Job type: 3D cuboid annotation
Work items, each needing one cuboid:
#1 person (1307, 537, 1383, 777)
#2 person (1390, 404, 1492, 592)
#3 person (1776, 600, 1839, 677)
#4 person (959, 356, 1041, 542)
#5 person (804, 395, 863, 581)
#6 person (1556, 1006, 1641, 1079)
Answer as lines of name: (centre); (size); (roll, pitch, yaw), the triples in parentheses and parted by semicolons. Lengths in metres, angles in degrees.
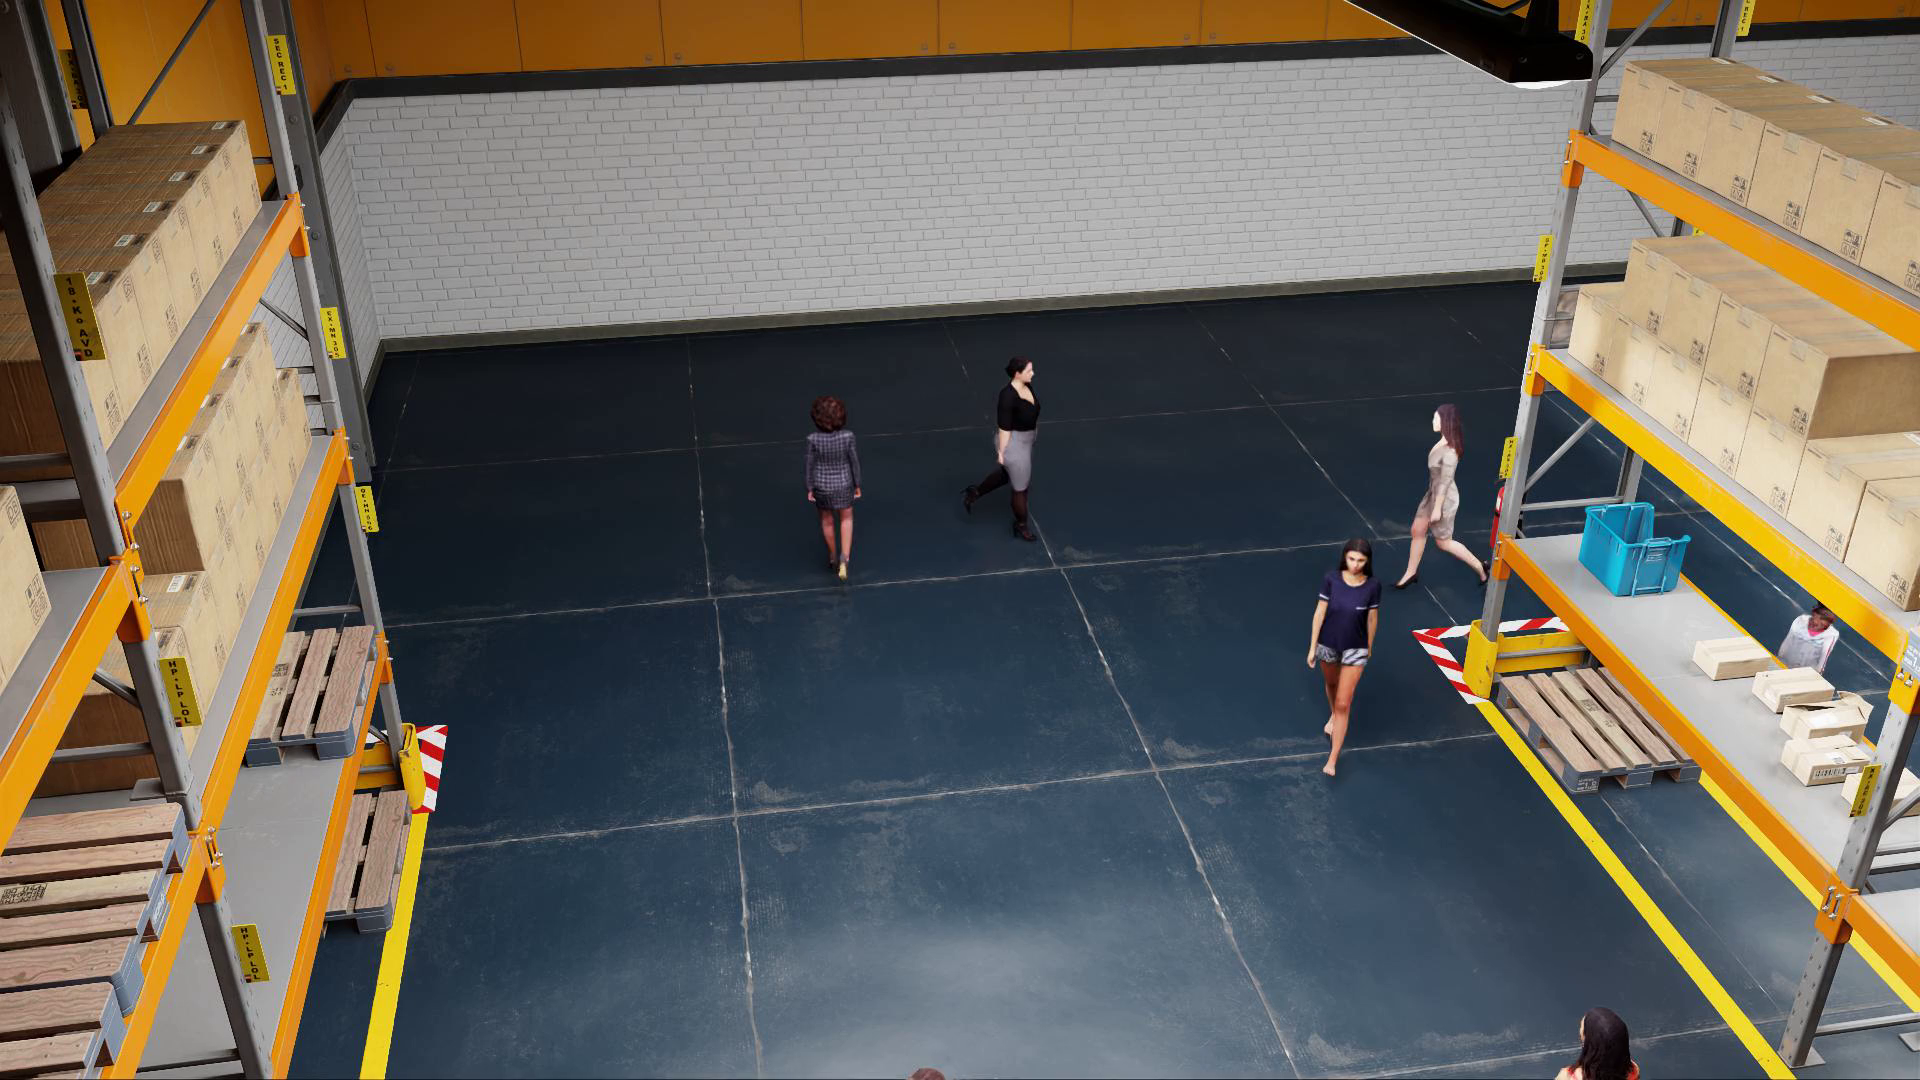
person: (2.722, 0.734, 11.827); (0.984, 1.718, 1.176); (12, 31, 20)
person: (4.053, -0.285, 13.700); (0.874, 1.714, 1.085); (3, 29, 6)
person: (6.039, 0.921, 11.980); (0.709, 1.243, 0.567); (-12, 31, -20)
person: (0.384, -0.822, 14.660); (1.030, 1.737, 1.068); (10, 30, 18)
person: (-1.051, -0.387, 13.917); (0.633, 1.685, 0.826); (-4, 29, -8)
person: (2.961, 2.954, 7.795); (0.630, 1.682, 1.019); (-3, 29, -6)
